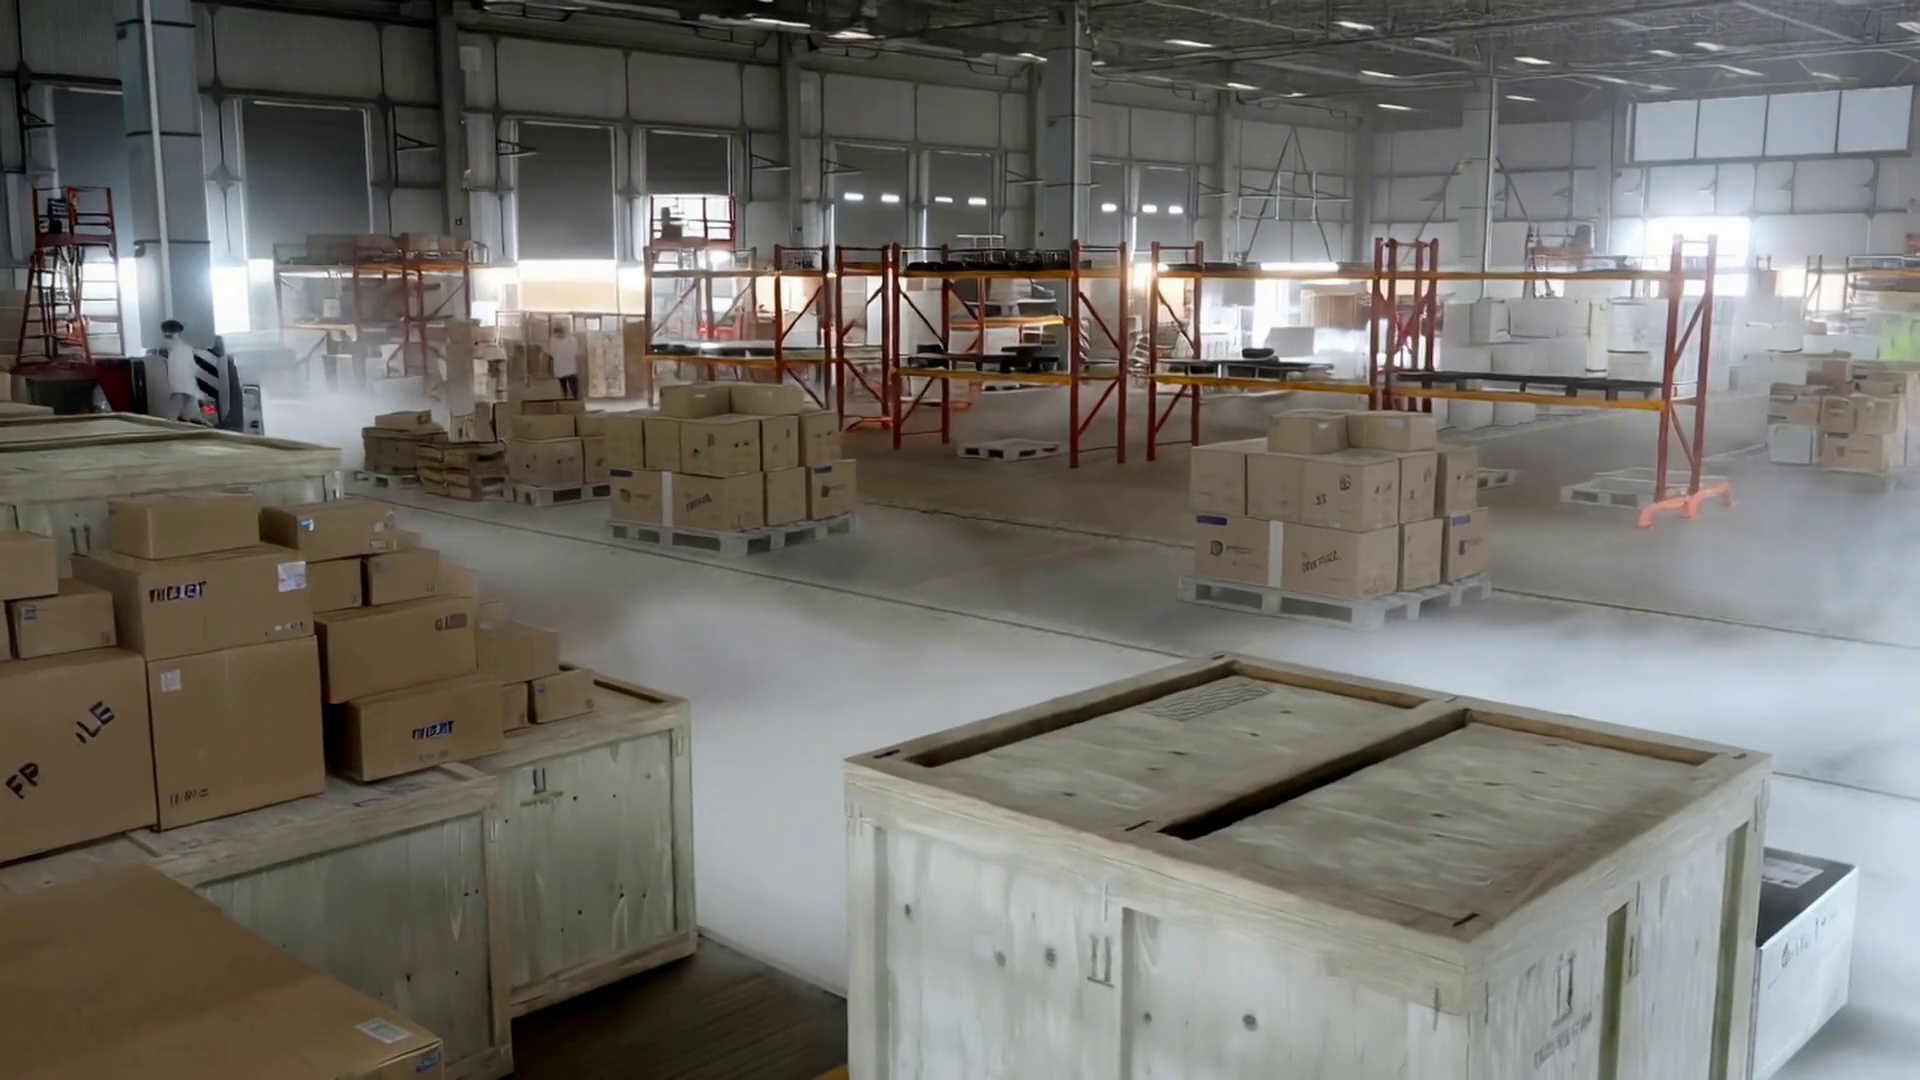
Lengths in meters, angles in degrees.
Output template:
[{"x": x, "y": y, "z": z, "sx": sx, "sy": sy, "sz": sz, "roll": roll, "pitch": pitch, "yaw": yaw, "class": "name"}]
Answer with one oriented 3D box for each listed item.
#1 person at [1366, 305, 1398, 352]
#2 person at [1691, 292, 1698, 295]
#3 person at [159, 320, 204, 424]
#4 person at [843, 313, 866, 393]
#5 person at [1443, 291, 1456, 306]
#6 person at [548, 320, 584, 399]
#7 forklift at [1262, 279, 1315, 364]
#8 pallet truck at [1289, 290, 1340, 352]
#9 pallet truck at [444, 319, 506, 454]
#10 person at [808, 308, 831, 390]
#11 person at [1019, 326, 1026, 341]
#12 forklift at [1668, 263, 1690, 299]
[{"x": 8.709, "y": -3.884, "z": 34.291, "sx": 0.649, "sy": 1.919, "sz": 0.446, "roll": 4, "pitch": 10, "yaw": 24, "class": "person"}, {"x": 23.399, "y": -6.999, "z": 53.434, "sx": 0.728, "sy": 1.907, "sz": 0.585, "roll": 3, "pitch": 10, "yaw": 15, "class": "person"}, {"x": -10.899, "y": -2.064, "z": 23.043, "sx": 0.995, "sy": 1.941, "sz": 0.661, "roll": -3, "pitch": 10, "yaw": -20, "class": "person"}, {"x": -2.256, "y": -3.994, "z": 35.561, "sx": 0.502, "sy": 1.715, "sz": 0.605, "roll": 0, "pitch": 9, "yaw": 0, "class": "person"}, {"x": 16.032, "y": -7.138, "z": 54.193, "sx": 0.630, "sy": 1.940, "sz": 0.372, "roll": 9, "pitch": 13, "yaw": 43, "class": "person"}, {"x": -6.462, "y": -2.696, "z": 27.303, "sx": 0.556, "sy": 1.820, "sz": 0.544, "roll": -2, "pitch": 9, "yaw": -12, "class": "person"}, {"x": 8.555, "y": -6.090, "z": 44.881, "sx": 1.873, "sy": 2.768, "sz": 1.129, "roll": 9, "pitch": 13, "yaw": 43, "class": "forklift"}, {"x": 11.297, "y": -6.951, "z": 52.861, "sx": 1.885, "sy": 1.965, "sz": 0.823, "roll": -5, "pitch": 11, "yaw": -29, "class": "pallet truck"}, {"x": -6.981, "y": -1.942, "z": 22.150, "sx": 1.885, "sy": 1.965, "sz": 0.823, "roll": 1, "pitch": 9, "yaw": 9, "class": "pallet truck"}, {"x": -3.104, "y": -4.188, "z": 36.519, "sx": 0.511, "sy": 1.815, "sz": 0.896, "roll": 2, "pitch": 9, "yaw": 12, "class": "person"}, {"x": 1.732, "y": -6.244, "z": 49.760, "sx": 0.524, "sy": 1.597, "sz": 0.856, "roll": 6, "pitch": 11, "yaw": 32, "class": "person"}, {"x": 19.366, "y": -6.113, "z": 45.027, "sx": 1.873, "sy": 2.768, "sz": 1.129, "roll": 3, "pitch": 10, "yaw": 16, "class": "forklift"}]
